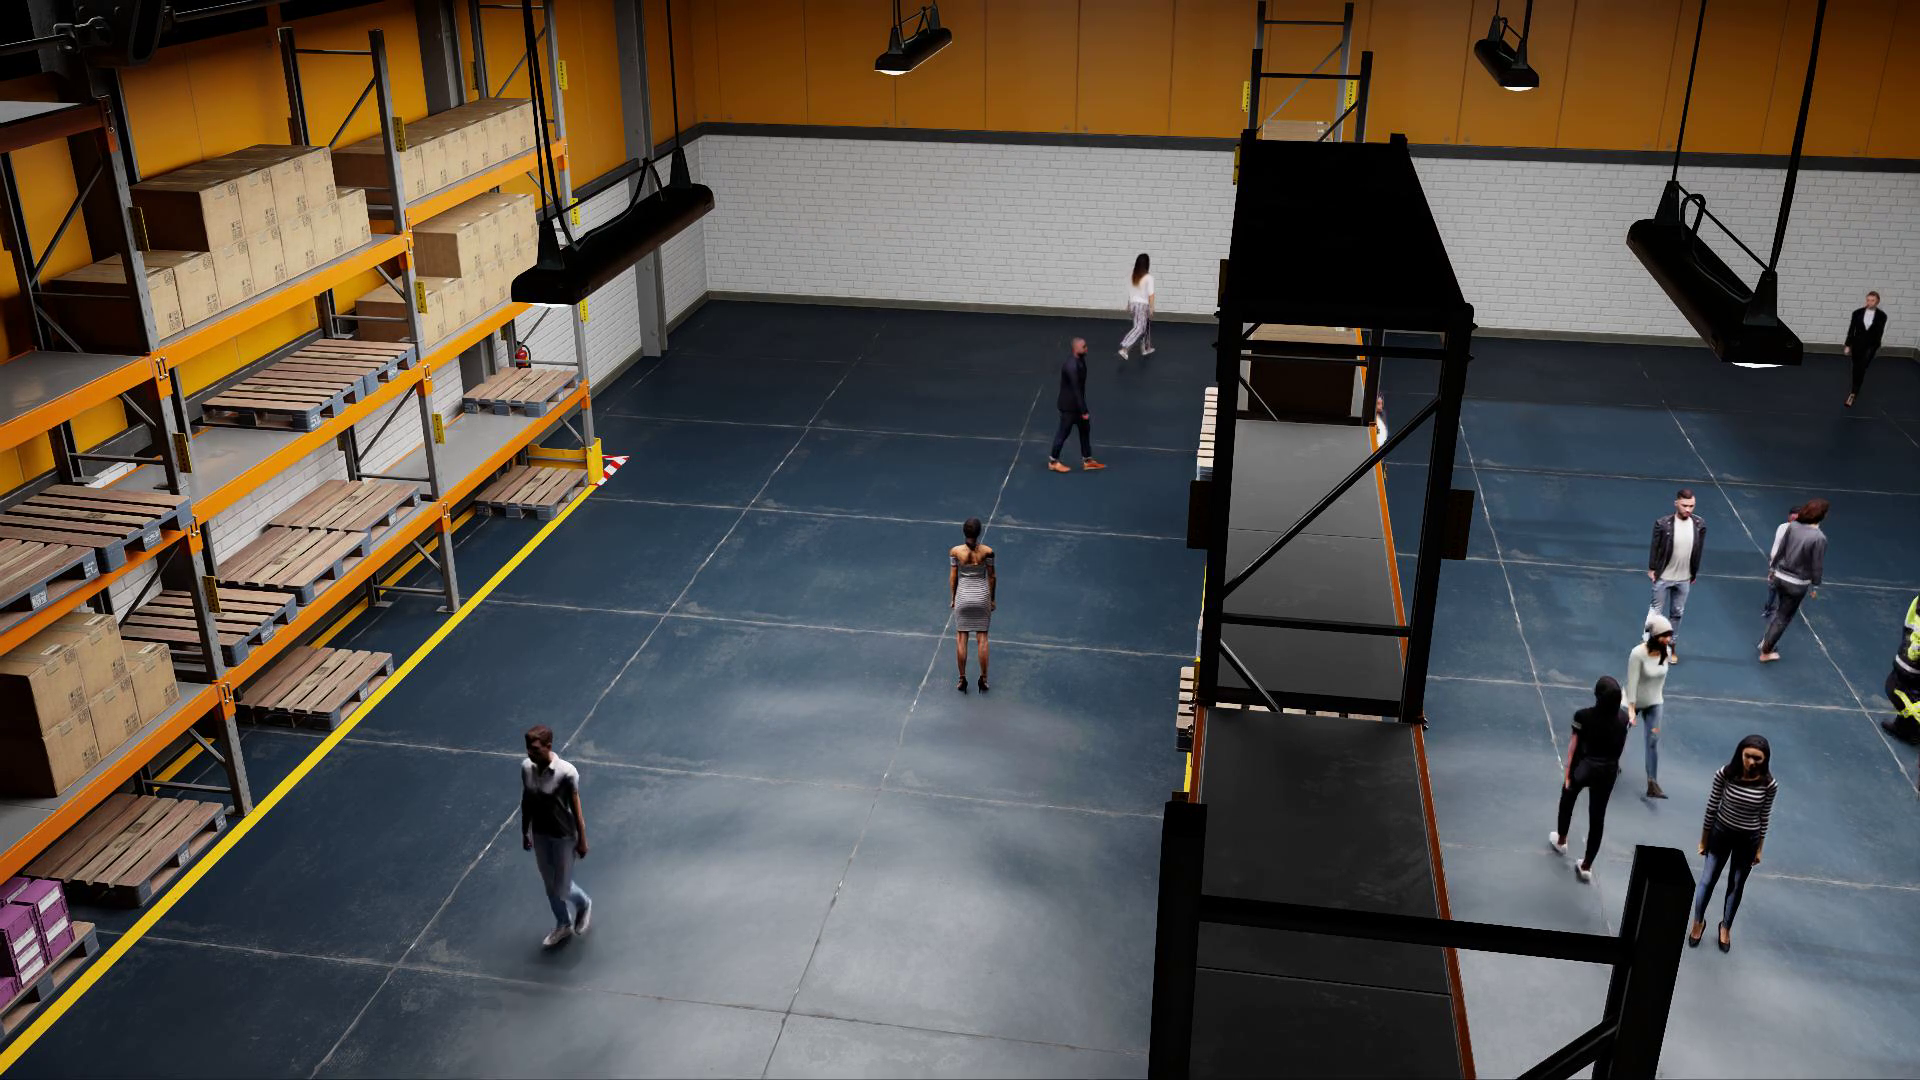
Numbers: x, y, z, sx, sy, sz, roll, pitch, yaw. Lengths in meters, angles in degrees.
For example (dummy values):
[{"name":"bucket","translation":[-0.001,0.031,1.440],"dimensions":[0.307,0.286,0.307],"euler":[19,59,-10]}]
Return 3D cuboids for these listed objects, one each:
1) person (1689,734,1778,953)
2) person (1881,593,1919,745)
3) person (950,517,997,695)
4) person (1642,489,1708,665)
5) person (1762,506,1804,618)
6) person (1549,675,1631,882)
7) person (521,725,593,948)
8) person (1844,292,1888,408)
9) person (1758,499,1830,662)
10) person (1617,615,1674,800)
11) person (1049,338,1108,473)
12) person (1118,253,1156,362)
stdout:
[{"name":"person","translation":[5.689,2.222,12.244],"dimensions":[0.611,1.797,0.528],"euler":[8,25,18]},{"name":"person","translation":[8.736,0.973,14.888],"dimensions":[1.000,1.969,1.063],"euler":[-12,26,-25]},{"name":"person","translation":[0.121,0.622,15.873],"dimensions":[0.614,1.823,0.563],"euler":[1,24,3]},{"name":"person","translation":[7.076,0.341,16.506],"dimensions":[0.664,1.830,0.580],"euler":[1,24,3]},{"name":"person","translation":[8.709,0.218,17.500],"dimensions":[0.531,1.259,0.563],"euler":[11,26,24]},{"name":"person","translation":[5.009,1.899,13.095],"dimensions":[0.633,1.709,0.850],"euler":[3,24,7]},{"name":"person","translation":[-2.949,2.157,12.343],"dimensions":[0.757,1.837,0.777],"euler":[11,26,23]},{"name":"person","translation":[12.941,-2.741,23.781],"dimensions":[0.956,1.650,1.233],"euler":[15,28,30]},{"name":"person","translation":[8.152,0.427,16.417],"dimensions":[0.825,1.744,0.739],"euler":[-12,26,-25]},{"name":"person","translation":[5.851,1.378,14.422],"dimensions":[0.823,1.600,1.159],"euler":[-3,24,-7]},{"name":"person","translation":[1.337,-1.710,21.253],"dimensions":[0.867,1.786,0.973],"euler":[9,25,20]},{"name":"person","translation":[2.738,-3.580,25.704],"dimensions":[1.172,1.647,1.095],"euler":[-17,29,-33]}]
